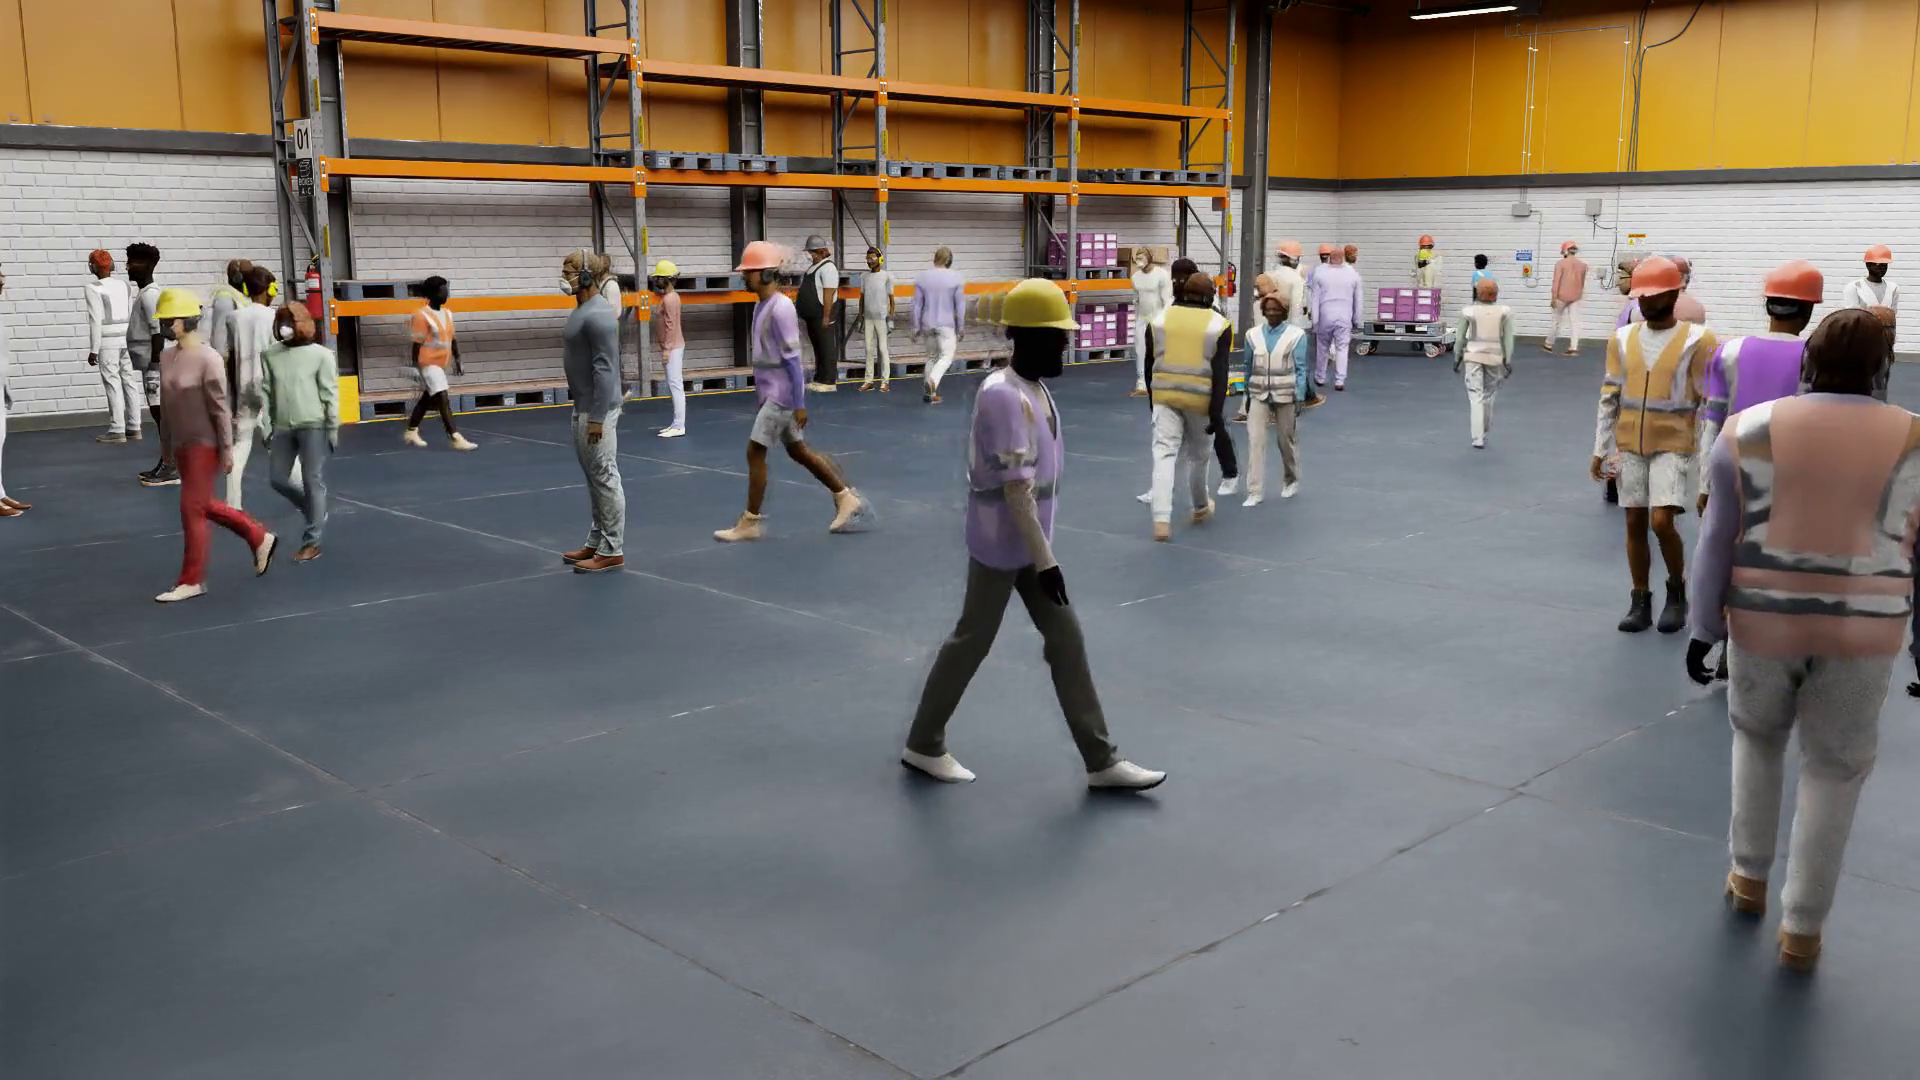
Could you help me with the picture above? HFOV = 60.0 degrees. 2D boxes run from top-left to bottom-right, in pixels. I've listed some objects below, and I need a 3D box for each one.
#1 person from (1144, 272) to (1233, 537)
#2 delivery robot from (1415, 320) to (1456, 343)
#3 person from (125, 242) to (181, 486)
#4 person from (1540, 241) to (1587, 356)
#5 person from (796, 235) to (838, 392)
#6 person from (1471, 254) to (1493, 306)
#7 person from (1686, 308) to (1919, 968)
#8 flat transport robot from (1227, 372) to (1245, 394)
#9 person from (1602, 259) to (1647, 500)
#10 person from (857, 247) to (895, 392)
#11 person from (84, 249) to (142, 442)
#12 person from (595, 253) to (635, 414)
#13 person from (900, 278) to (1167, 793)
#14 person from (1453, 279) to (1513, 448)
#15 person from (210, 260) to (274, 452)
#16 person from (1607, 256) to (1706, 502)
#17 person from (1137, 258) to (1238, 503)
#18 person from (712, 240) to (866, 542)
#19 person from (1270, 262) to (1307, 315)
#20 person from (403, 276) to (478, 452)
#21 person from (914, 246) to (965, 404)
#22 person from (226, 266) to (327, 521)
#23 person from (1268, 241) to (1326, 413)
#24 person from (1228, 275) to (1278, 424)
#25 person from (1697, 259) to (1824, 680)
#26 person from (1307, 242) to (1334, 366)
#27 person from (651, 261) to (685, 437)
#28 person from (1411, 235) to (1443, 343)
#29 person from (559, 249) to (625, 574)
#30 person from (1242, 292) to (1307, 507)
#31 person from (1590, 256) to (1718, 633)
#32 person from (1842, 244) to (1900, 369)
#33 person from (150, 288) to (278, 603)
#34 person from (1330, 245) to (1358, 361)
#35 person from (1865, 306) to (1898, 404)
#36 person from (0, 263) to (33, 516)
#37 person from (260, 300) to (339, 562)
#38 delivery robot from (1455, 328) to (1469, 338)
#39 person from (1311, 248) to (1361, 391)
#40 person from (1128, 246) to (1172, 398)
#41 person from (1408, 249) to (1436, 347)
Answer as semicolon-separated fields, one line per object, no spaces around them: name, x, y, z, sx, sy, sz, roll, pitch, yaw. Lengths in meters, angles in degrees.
person;1.547;-0.925;11.330;0.626;1.776;1.013;3;11;18
delivery robot;8.271;-3.605;29.002;0.707;0.478;0.477;7;12;33
person;-6.569;-1.427;13.527;0.361;1.965;0.613;-5;12;-26
person;10.245;-4.090;28.198;0.678;1.909;1.025;-1;10;-8
person;-1.863;-2.949;21.627;0.535;2.000;0.679;-5;11;-25
person;9.208;-4.216;29.482;0.566;1.674;0.649;-6;12;-31
person;2.460;0.253;4.762;0.661;1.818;0.749;6;12;29
flat transport robot;3.466;-2.023;21.404;1.431;0.197;0.652;-10;14;-42
person;5.156;-1.210;12.682;0.373;1.840;0.570;5;11;25
person;-1.099;-2.853;21.581;0.532;1.865;0.316;5;11;24
person;-8.321;-1.897;16.315;0.359;1.884;0.573;3;11;14
person;-3.963;-2.309;18.726;0.413;1.829;0.515;-5;12;-27
person;0.225;0.001;6.008;1.015;1.873;0.585;5;11;23
person;5.034;-1.713;16.071;0.541;1.591;0.831;1;10;7
person;-6.552;-1.670;15.329;0.948;1.790;0.634;-2;11;-8
person;5.272;-1.210;12.620;0.859;1.874;0.682;-9;14;-40
person;1.816;-1.231;12.774;1.030;1.863;0.605;-8;13;-39
person;-1.123;-0.986;11.074;1.031;2.003;0.617;-3;11;-18
person;5.266;-3.809;26.682;0.628;1.899;0.541;4;11;22
person;-4.977;-1.664;15.697;0.899;1.651;0.544;3;11;15
person;-0.290;-2.527;19.745;0.640;1.894;0.706;5;11;25
person;-4.976;-1.040;11.888;0.572;1.796;1.046;2;11;9
person;3.778;-2.431;19.038;0.992;1.943;0.635;-7;12;-32
person;3.210;-2.021;17.777;0.783;1.595;0.516;-6;12;-30
person;3.536;-0.250;7.237;0.565;1.916;0.436;9;14;40
person;5.551;-3.563;25.306;0.565;1.920;0.598;4;11;20
person;-2.929;-1.918;16.753;0.313;1.769;0.523;-1;10;-5
person;8.724;-4.698;31.214;0.609;2.030;0.409;9;14;41
person;-2.219;-0.771;10.028;0.371;1.941;0.627;-4;11;-21
person;2.402;-1.078;12.642;0.512;1.613;0.770;5;12;27
person;3.507;-0.466;8.435;0.410;1.911;0.574;-9;14;-42
person;8.769;-1.873;16.038;0.545;1.938;0.359;-1;10;-6
person;-4.248;-0.558;9.398;0.533;1.735;0.773;7;12;33
person;6.157;-3.807;26.787;0.389;1.876;0.742;1;10;5
person;5.268;-0.580;9.852;0.585;1.616;0.510;5;12;26
person;-7.013;-1.110;12.065;0.329;1.871;0.513;-3;11;-14
person;-4.114;-0.688;10.416;0.514;1.621;0.435;2;11;10
delivery robot;8.901;-3.536;28.622;0.707;0.478;0.477;2;11;12
person;4.952;-2.915;21.958;0.667;1.848;1.002;1;10;5
person;2.464;-2.725;20.856;0.645;1.900;0.730;10;14;42
person;8.375;-4.334;29.887;0.505;1.782;0.654;2;11;11
